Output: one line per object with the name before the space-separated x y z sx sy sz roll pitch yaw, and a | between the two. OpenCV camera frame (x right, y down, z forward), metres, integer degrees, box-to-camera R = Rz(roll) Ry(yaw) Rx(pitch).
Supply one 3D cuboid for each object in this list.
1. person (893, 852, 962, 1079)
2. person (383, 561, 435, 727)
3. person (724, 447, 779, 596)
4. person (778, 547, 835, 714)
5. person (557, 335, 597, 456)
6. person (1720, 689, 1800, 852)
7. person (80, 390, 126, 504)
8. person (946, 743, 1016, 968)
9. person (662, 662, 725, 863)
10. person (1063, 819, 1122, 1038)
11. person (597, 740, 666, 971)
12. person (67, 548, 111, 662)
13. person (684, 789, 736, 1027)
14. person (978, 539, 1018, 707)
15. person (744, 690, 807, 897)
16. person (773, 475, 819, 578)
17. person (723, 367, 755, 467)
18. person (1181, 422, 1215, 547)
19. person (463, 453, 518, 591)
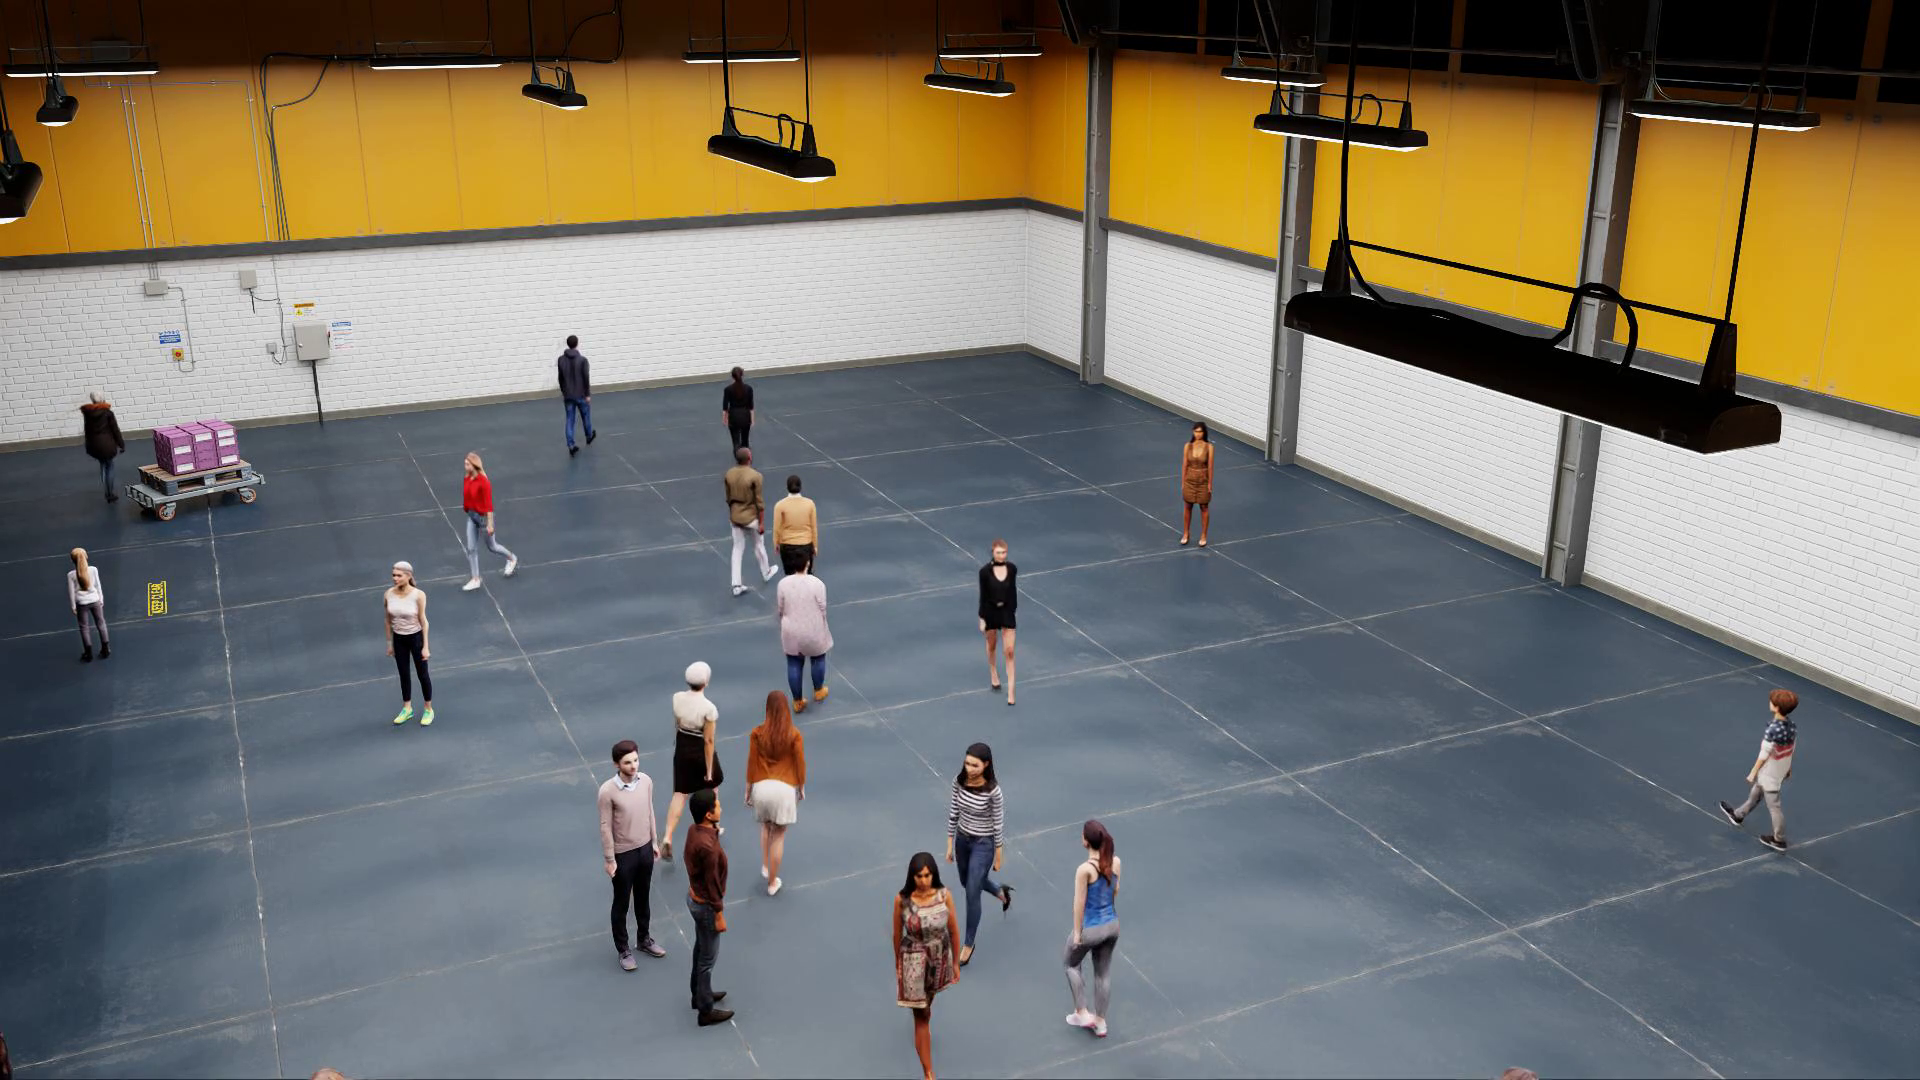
person | -0.240 2.842 11.397 0.765 1.583 1.200 -4 19 -13
person | -5.501 1.066 16.649 0.683 1.596 0.706 3 19 8
person | -2.636 -0.203 20.105 1.144 1.795 1.194 7 20 21
person | -1.614 0.932 16.837 0.913 1.731 0.977 4 19 11
person | -6.072 -2.235 26.076 1.085 1.836 1.263 2 19 6
person | 7.014 1.983 14.221 0.648 1.408 0.945 -13 23 -34
person | -12.230 -1.316 23.680 0.736 1.624 0.735 -1 19 -3
person | 0.154 2.328 12.624 1.059 1.773 0.982 12 22 32
person | -2.282 1.894 14.005 1.084 1.714 1.121 7 20 20
person | 0.989 2.753 11.642 0.600 1.595 0.595 -10 21 -28
person | -2.481 2.338 12.539 0.691 1.809 0.663 -17 25 -41
person | -9.567 0.694 18.254 0.518 1.277 0.540 -13 23 -34
person | -1.819 2.594 11.831 0.722 1.775 0.471 -7 20 -19
person | 0.378 0.800 17.240 0.777 1.724 1.124 -3 19 -10
person | -1.512 2.098 13.458 0.806 1.678 0.864 1 19 4
person | -1.883 0.129 19.206 0.688 1.740 0.676 -6 19 -16
person | -3.306 -1.714 24.933 0.682 1.577 1.062 -6 19 -16
person | 3.127 -0.748 21.893 0.633 1.687 0.690 6 20 18
person | -5.827 -0.250 20.427 1.094 1.679 1.037 11 22 31
